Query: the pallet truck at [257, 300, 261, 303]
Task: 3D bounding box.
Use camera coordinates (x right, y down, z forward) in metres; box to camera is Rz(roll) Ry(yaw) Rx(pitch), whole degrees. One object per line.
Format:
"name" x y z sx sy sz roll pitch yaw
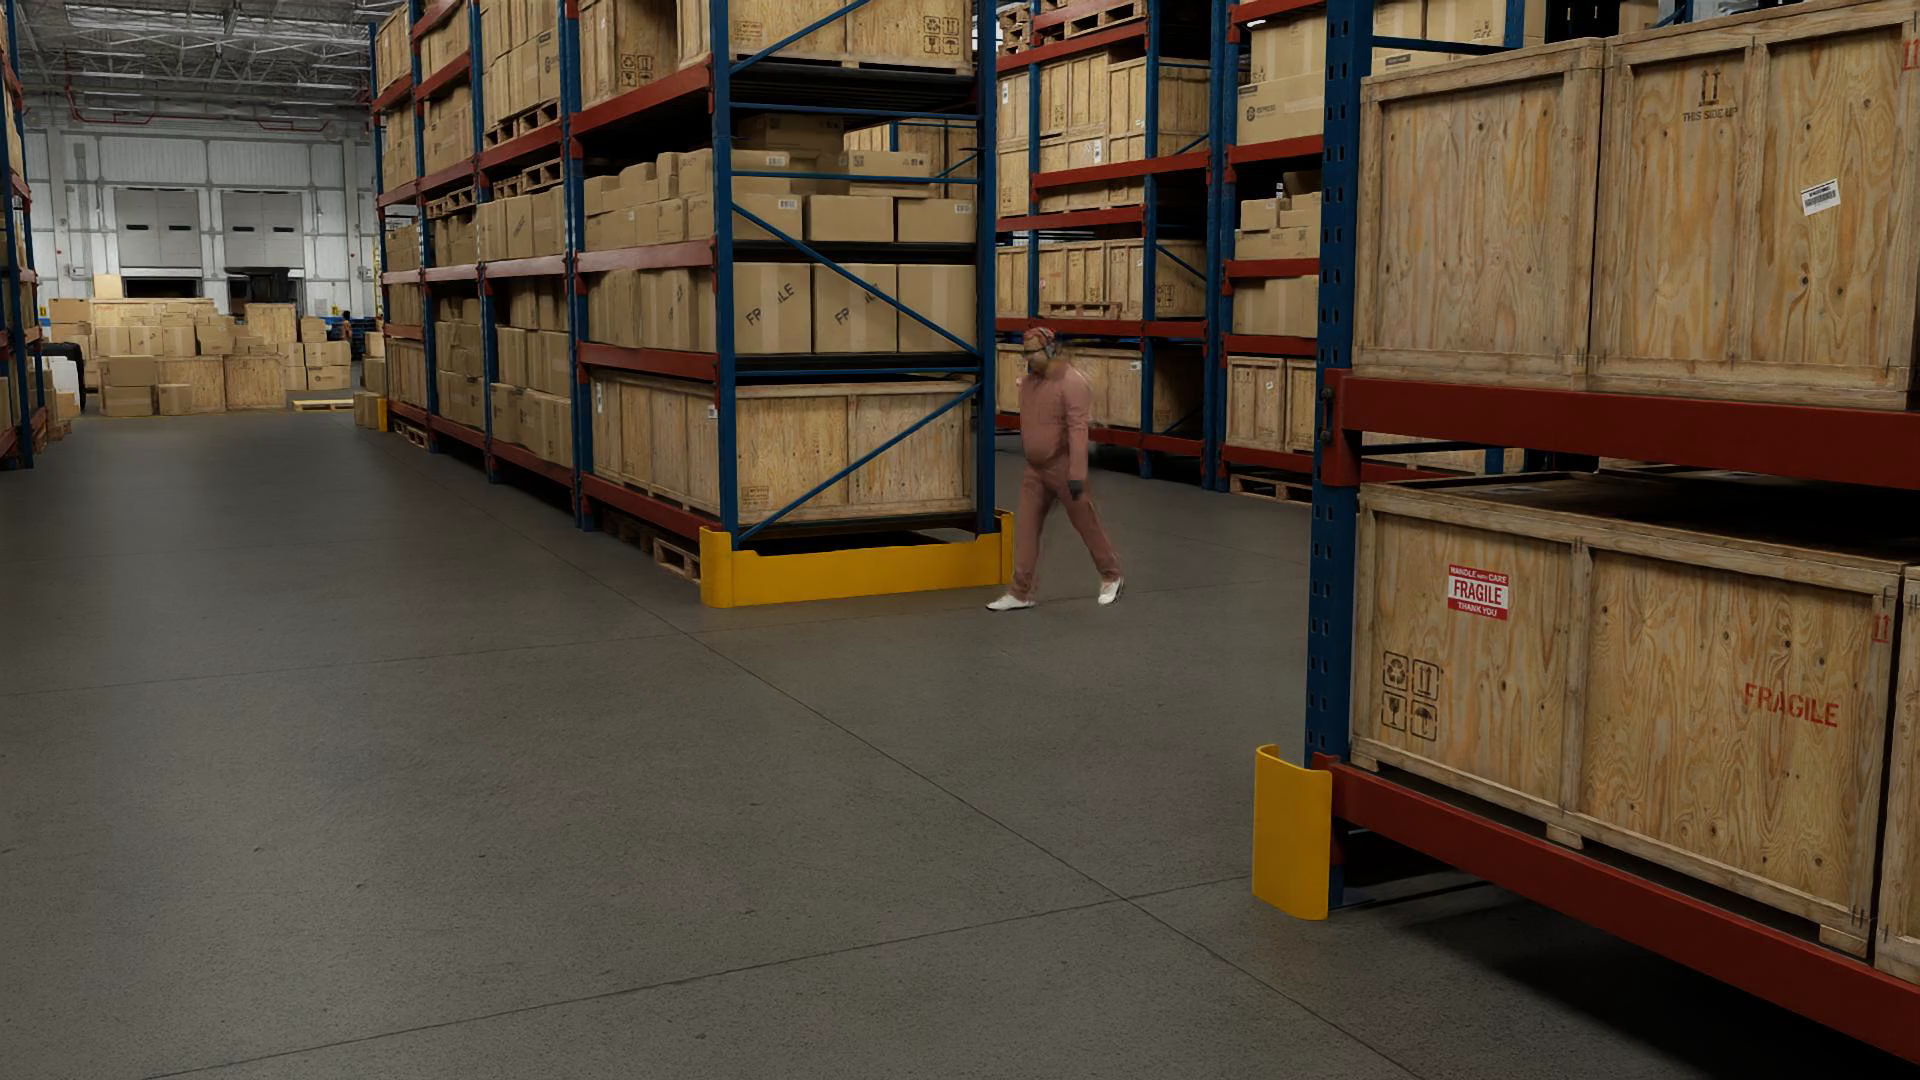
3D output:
"pallet truck" -23.913 -7.404 58.171 1.885 1.965 0.823 -1 8 -9

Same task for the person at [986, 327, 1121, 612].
"person" 0.666 -0.469 10.883 1.011 1.849 0.703 -6 10 -37

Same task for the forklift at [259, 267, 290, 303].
"forklift" -17.328 -5.529 42.212 1.129 2.768 1.873 6 10 38

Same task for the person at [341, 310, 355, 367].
"person" -18.217 -5.999 49.534 0.412 1.683 0.560 -3 9 -23

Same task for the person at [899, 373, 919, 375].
"person" -0.579 -1.072 15.531 0.538 1.700 0.317 5 10 30
